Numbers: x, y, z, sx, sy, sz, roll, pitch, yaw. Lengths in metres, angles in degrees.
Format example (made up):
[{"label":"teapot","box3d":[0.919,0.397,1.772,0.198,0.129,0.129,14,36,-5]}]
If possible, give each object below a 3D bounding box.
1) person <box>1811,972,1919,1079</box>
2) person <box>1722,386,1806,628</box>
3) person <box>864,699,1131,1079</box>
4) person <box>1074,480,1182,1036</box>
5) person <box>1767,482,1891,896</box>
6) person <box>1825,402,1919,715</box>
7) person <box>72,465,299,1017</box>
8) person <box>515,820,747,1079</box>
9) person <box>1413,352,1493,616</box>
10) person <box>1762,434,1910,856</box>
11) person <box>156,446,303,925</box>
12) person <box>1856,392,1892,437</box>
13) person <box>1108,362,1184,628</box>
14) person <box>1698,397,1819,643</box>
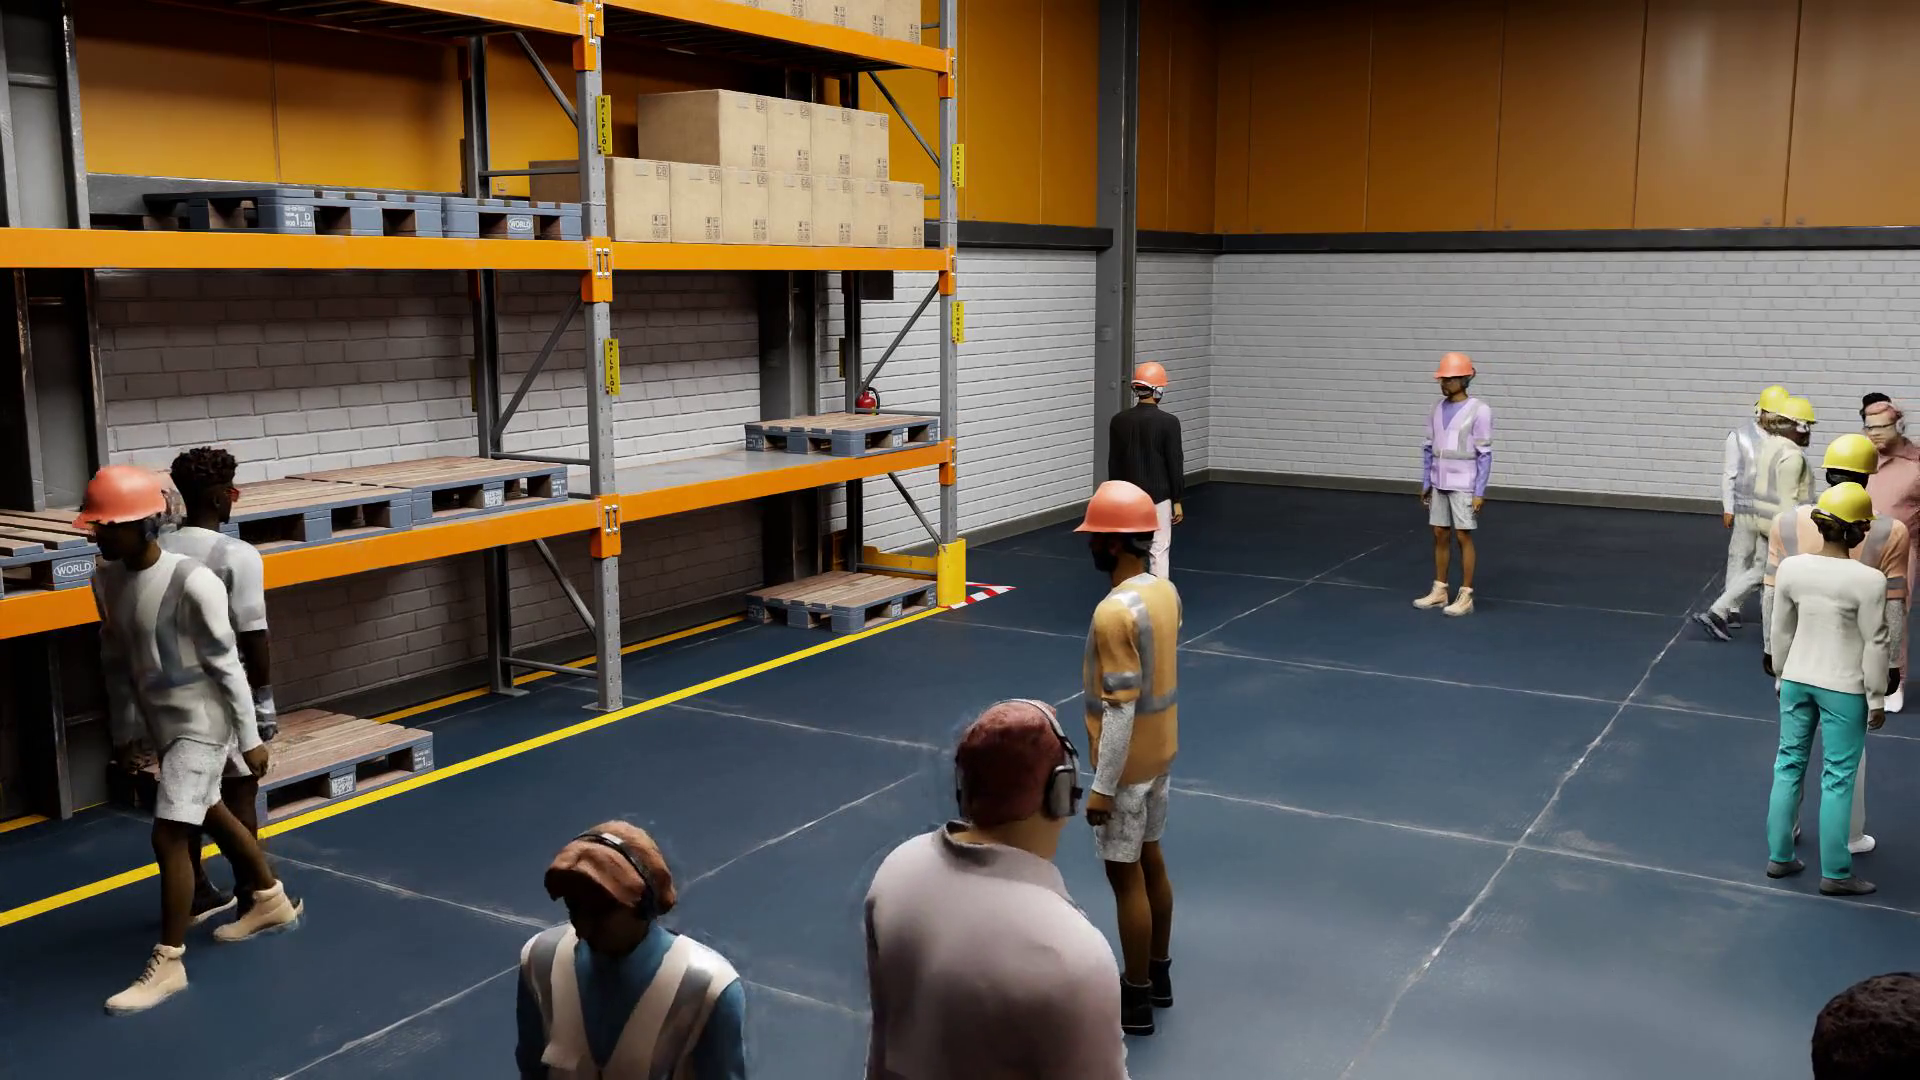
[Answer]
[{"label":"person","box3d":[0.974,1.396,1.887,0.393,1.920,0.587,7,12,38]},{"label":"person","box3d":[5.995,-0.241,12.409,0.588,1.823,0.403,1,9,5]},{"label":"person","box3d":[0.161,1.223,3.103,0.765,1.867,0.713,-5,10,-28]},{"label":"person","box3d":[0.564,0.756,5.825,0.376,1.935,0.550,4,10,26]},{"label":"person","box3d":[3.725,0.631,7.134,0.315,1.769,0.524,-5,10,-27]},{"label":"person","box3d":[5.582,0.101,10.130,0.655,1.870,0.758,8,12,41]},{"label":"person","box3d":[-2.884,0.679,6.239,0.629,1.985,0.896,6,11,32]},{"label":"person","box3d":[-0.643,1.304,3.457,0.552,1.603,0.806,3,9,16]},{"label":"person","box3d":[3.814,-0.433,12.916,0.390,2.040,0.614,-5,10,-30]},{"label":"person","box3d":[3.991,0.475,7.608,0.593,1.924,0.381,8,12,40]},{"label":"person","box3d":[-3.011,0.600,6.707,0.608,1.966,0.372,3,10,20]},{"label":"person","box3d":[7.324,-0.337,13.398,0.532,1.697,0.319,-4,10,-24]},{"label":"person","box3d":[1.394,-0.321,12.365,0.609,1.995,0.378,6,11,34]},{"label":"person","box3d":[5.747,-0.117,11.747,0.872,1.791,0.589,2,9,10]}]
